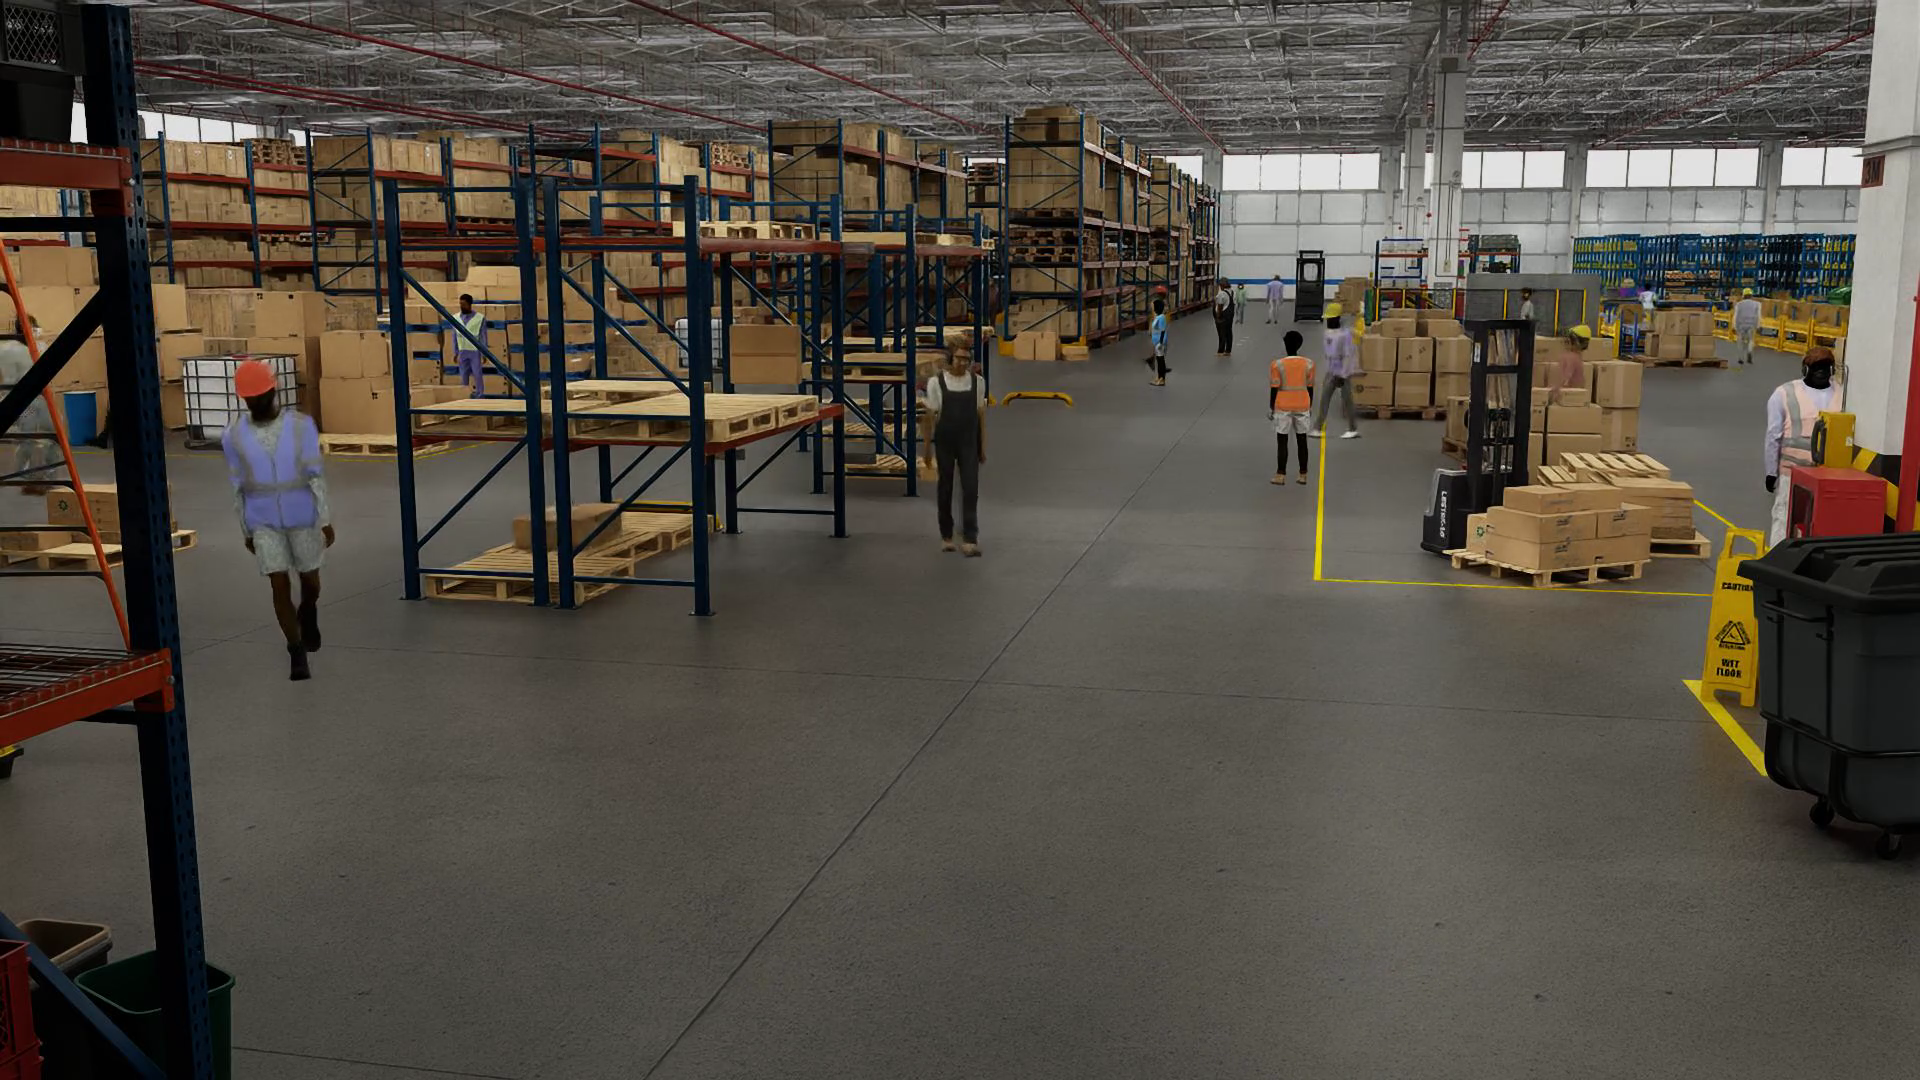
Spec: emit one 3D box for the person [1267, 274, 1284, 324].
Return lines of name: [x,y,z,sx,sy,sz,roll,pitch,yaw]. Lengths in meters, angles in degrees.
person: [12.082,-9.228,63.771,0.652,1.901,0.696,3,10,19]

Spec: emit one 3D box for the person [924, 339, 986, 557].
person: [-0.020,-0.750,13.825,0.553,1.800,0.890,-2,10,-12]

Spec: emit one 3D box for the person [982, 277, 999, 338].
person: [0.967,-7.346,52.585,0.639,1.909,0.409,-5,11,-28]

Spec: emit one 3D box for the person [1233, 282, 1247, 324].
person: [10.646,-9.016,63.316,0.520,1.603,0.700,5,11,28]

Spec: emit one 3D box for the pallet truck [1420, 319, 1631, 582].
pallet truck: [4.543,-0.757,13.299,0.823,1.965,1.885,-4,10,-22]

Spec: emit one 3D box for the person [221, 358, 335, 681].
person: [-4.039,-0.138,9.895,0.586,1.908,0.625,-4,10,-21]

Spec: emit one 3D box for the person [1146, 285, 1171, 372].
person: [4.347,-4.593,36.215,0.603,1.923,0.569,-4,11,-25]

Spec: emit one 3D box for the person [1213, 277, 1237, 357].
person: [6.697,-5.693,42.401,0.537,2.000,0.679,9,13,42]

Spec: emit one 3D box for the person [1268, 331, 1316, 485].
person: [3.630,-1.440,18.231,0.533,1.697,0.319,-2,10,-9]

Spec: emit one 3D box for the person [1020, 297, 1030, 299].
person: [2.177,-7.464,53.905,0.540,1.695,0.317,-5,11,-27]

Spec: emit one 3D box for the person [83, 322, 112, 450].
person: [-10.967,-2.112,21.680,0.571,1.864,0.957,5,11,29]

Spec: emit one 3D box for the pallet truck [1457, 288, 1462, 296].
pallet truck: [20.506,-9.785,68.819,0.653,1.274,1.630,2,10,12]

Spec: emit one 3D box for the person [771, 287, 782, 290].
person: [-7.770,-10.274,69.987,0.567,1.882,0.978,0,10,1]

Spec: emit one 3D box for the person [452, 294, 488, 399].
person: [-8.024,-3.072,27.262,0.590,1.913,0.399,2,10,9]

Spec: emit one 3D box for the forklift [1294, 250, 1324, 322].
forklift: [13.778,-10.002,65.433,1.129,2.768,1.873,2,10,12]

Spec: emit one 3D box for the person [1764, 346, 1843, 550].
person: [6.245,-0.497,12.220,0.636,1.842,0.429,1,10,6]

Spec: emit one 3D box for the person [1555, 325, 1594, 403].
person: [7.020,-1.574,18.950,0.750,1.720,0.540,4,10,23]

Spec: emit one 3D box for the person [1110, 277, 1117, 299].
person: [8.361,-13.711,90.645,0.637,1.793,0.981,0,10,1]

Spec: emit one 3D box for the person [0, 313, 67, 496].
person: [-9.625,-1.399,17.319,0.606,1.917,0.642,3,10,19]

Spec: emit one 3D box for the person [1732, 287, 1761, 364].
person: [18.544,-5.050,39.247,0.622,1.817,0.430,3,10,16]

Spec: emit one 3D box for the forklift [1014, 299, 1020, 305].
forklift: [2.526,-8.636,57.344,1.129,2.768,1.873,2,10,12]

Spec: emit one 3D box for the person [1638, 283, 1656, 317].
person: [23.118,-7.816,56.008,0.555,1.679,0.457,3,10,15]

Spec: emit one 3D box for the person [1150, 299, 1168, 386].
person: [3.903,-3.862,32.578,0.321,1.694,0.529,0,10,-3]

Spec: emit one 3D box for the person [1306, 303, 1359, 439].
person: [5.147,-2.303,22.814,0.940,1.876,0.593,-5,11,-29]

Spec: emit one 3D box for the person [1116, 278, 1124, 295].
person: [8.190,-12.895,85.324,0.391,1.948,0.605,-6,11,-33]

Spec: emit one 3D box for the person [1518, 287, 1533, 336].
person: [13.031,-4.868,38.116,0.841,1.847,0.521,3,10,16]
